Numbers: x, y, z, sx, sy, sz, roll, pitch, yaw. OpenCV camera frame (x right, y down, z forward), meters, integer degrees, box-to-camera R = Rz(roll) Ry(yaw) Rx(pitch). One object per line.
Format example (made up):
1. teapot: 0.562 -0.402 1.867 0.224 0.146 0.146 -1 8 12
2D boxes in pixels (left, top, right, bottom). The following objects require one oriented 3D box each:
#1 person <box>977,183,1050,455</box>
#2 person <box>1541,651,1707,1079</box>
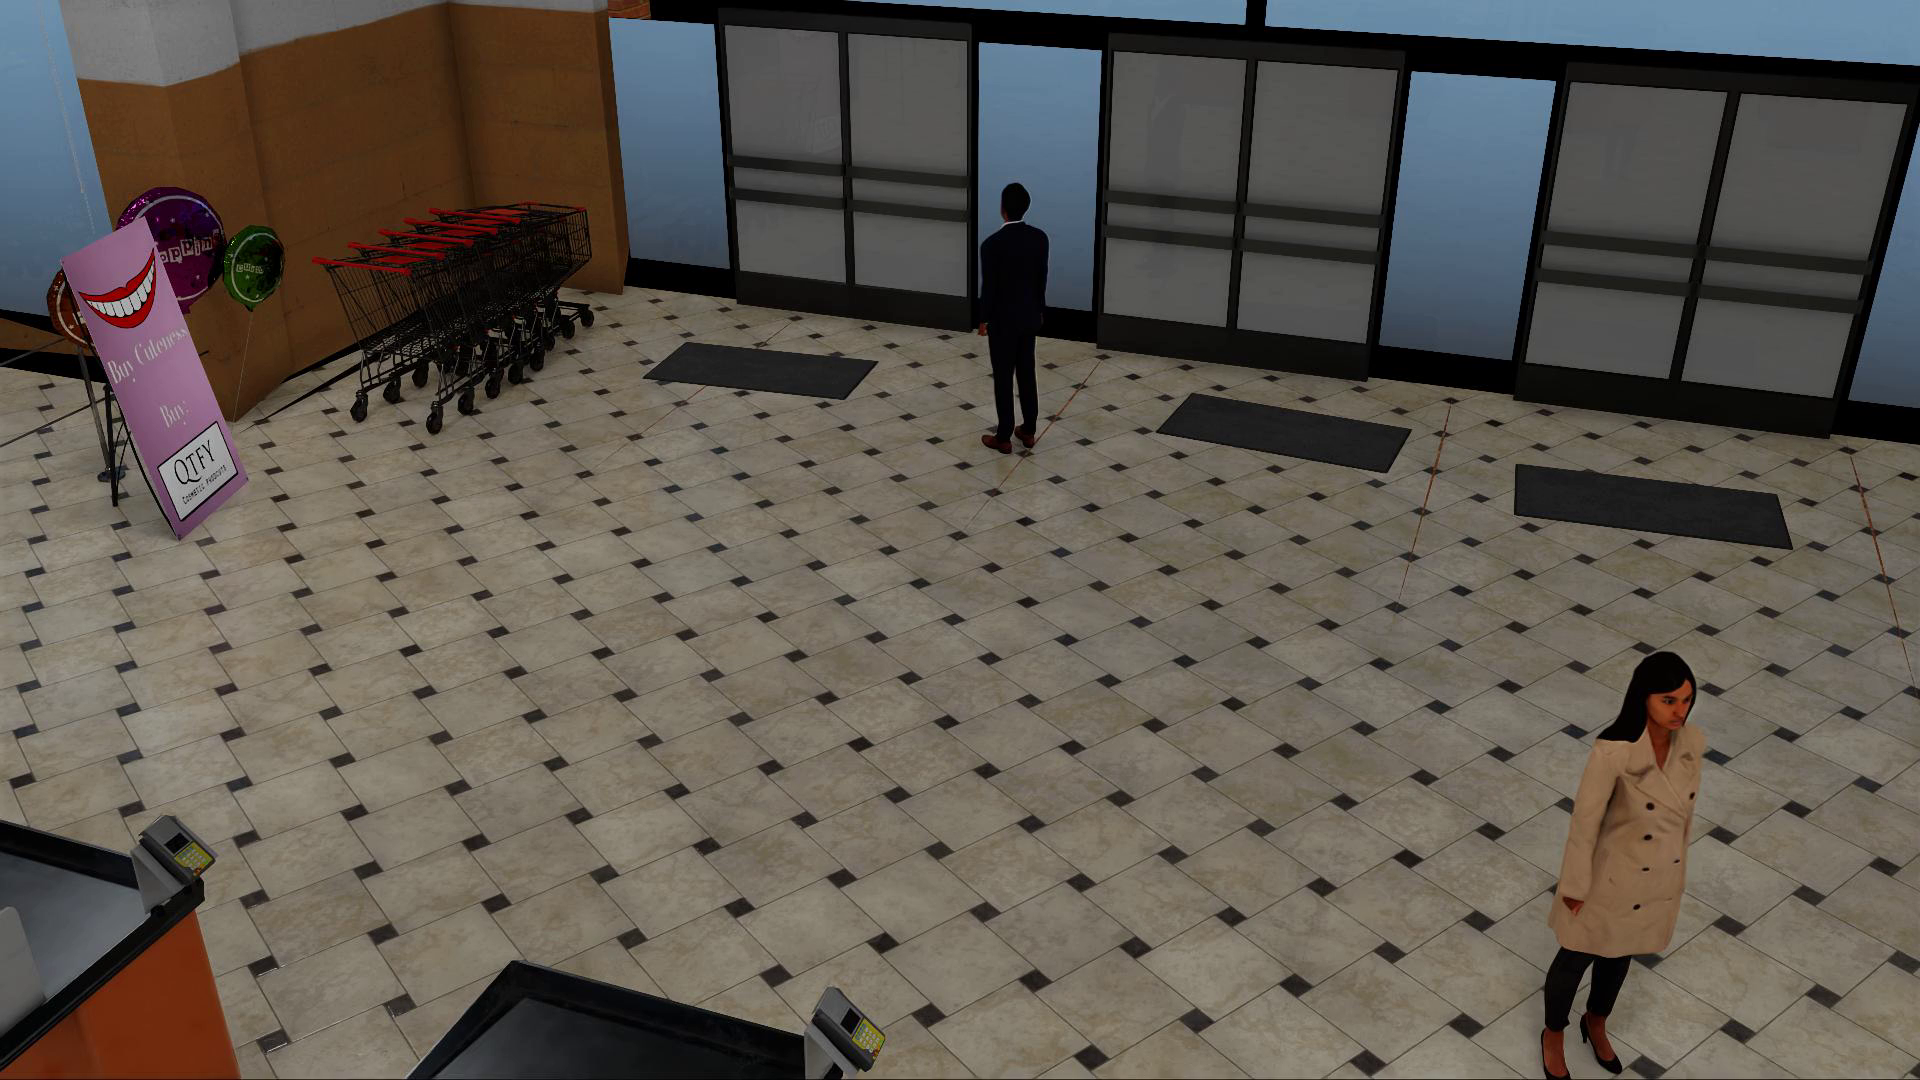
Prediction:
1. person: 0.333 -1.384 10.457 0.680 1.726 0.768 -15 31 -27
2. person: 2.214 1.116 5.577 0.706 1.682 0.731 -8 28 -15
